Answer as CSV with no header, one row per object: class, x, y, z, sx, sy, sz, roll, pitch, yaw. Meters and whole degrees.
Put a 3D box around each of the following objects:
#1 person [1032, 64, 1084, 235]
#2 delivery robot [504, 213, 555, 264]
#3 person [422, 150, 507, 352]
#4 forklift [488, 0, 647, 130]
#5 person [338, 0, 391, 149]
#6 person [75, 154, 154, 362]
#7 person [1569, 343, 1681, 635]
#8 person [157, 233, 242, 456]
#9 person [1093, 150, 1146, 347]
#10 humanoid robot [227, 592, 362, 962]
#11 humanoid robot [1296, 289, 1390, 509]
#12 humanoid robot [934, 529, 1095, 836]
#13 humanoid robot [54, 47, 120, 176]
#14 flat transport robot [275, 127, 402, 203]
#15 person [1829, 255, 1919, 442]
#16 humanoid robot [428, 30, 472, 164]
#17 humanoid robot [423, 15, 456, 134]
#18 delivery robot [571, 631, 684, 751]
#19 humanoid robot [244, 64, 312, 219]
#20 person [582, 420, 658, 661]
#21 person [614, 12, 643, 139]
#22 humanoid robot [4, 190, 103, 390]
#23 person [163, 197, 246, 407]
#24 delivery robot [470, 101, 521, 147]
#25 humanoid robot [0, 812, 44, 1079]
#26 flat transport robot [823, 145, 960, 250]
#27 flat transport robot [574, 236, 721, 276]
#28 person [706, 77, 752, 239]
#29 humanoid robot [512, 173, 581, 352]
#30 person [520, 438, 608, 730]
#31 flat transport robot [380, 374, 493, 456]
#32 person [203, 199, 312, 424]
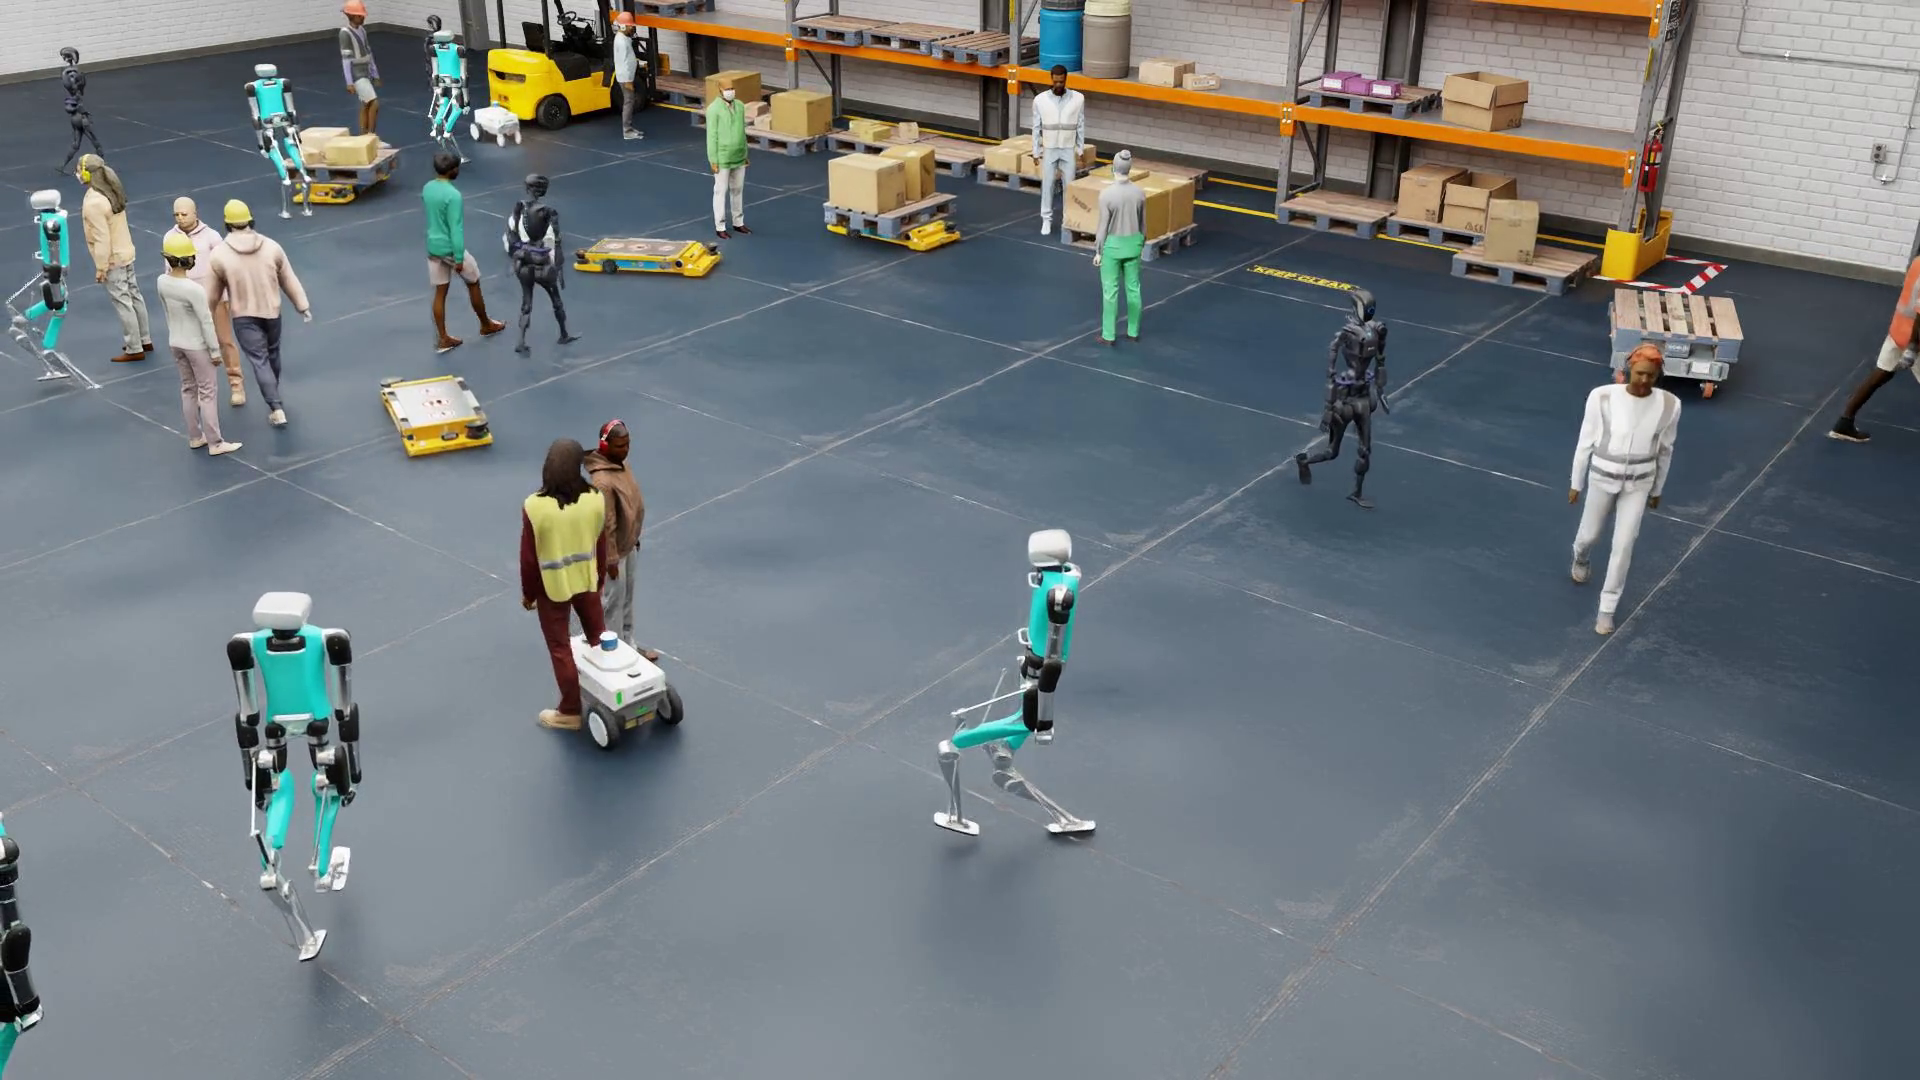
person,1.109,-4.422,18.850,0.595,1.908,0.408,-2,26,-4
delivery robot,-4.674,-3.326,18.142,0.499,0.606,0.801,-12,28,-24
person,-4.633,-2.703,15.394,0.483,1.810,0.891,14,29,27
forklift,-5.874,-7.334,24.552,1.214,2.155,2.313,19,32,34
person,-8.033,-6.303,22.605,0.615,2.023,0.628,1,26,3
person,-7.606,-2.535,14.975,0.406,1.877,0.555,-2,26,-4
person,4.172,-0.385,10.541,0.581,1.860,0.772,7,27,14
person,-5.981,-1.528,13.024,0.515,1.756,0.336,13,29,26
person,1.474,-2.697,15.353,0.510,1.838,0.344,-10,27,-19
humanoid robot,-2.992,1.142,7.540,0.554,1.729,1.056,-5,26,-10
humanoid robot,2.847,-1.081,12.222,0.609,1.635,0.650,-15,29,-28
humanoid robot,0.187,0.783,8.315,1.029,1.763,0.540,-1,26,-1
humanoid robot,-11.413,-5.504,21.423,0.769,1.647,0.603,-12,28,-24
flat transport robot,-7.741,-4.476,20.839,0.659,0.231,1.431,2,26,4
person,7.540,-1.607,13.018,1.041,1.905,0.622,6,26,12
humanoid robot,-6.687,-5.697,21.532,0.533,1.673,0.735,8,27,15
humanoid robot,-7.382,-6.627,23.683,0.440,1.647,0.583,9,27,19
delivery robot,-1.982,0.825,9.553,0.499,0.612,0.814,-21,33,-36
humanoid robot,-7.893,-4.637,19.450,0.530,1.745,0.726,-21,33,-36
person,-2.028,0.057,9.863,0.322,1.647,0.458,3,26,6
person,-4.671,-6.541,23.424,0.351,1.737,0.575,-4,26,-8
humanoid robot,-7.858,-2.068,14.194,0.860,1.795,0.565,-10,28,-21
person,-6.356,-2.002,13.975,0.522,1.784,0.401,-4,26,-8
delivery robot,-6.517,-5.855,23.388,0.499,0.613,0.817,-23,34,-39
humanoid robot,-3.822,1.815,6.245,0.553,1.896,0.767,16,30,30
flat transport robot,-0.770,-3.562,18.948,1.431,0.231,0.659,18,31,33
flat transport robot,-3.356,-3.041,17.869,1.431,0.231,0.659,4,26,8
person,-2.606,-4.311,18.759,0.384,1.782,0.551,23,34,38
humanoid robot,-3.916,-2.531,15.257,0.615,1.642,0.680,14,29,26
person,-2.146,0.270,9.311,0.585,1.755,0.375,-20,32,-35
flat transport robot,-4.349,-1.059,13.763,0.659,0.231,1.431,-12,28,-23
person,-5.824,-1.907,13.741,0.814,1.813,0.999,-17,31,-31
